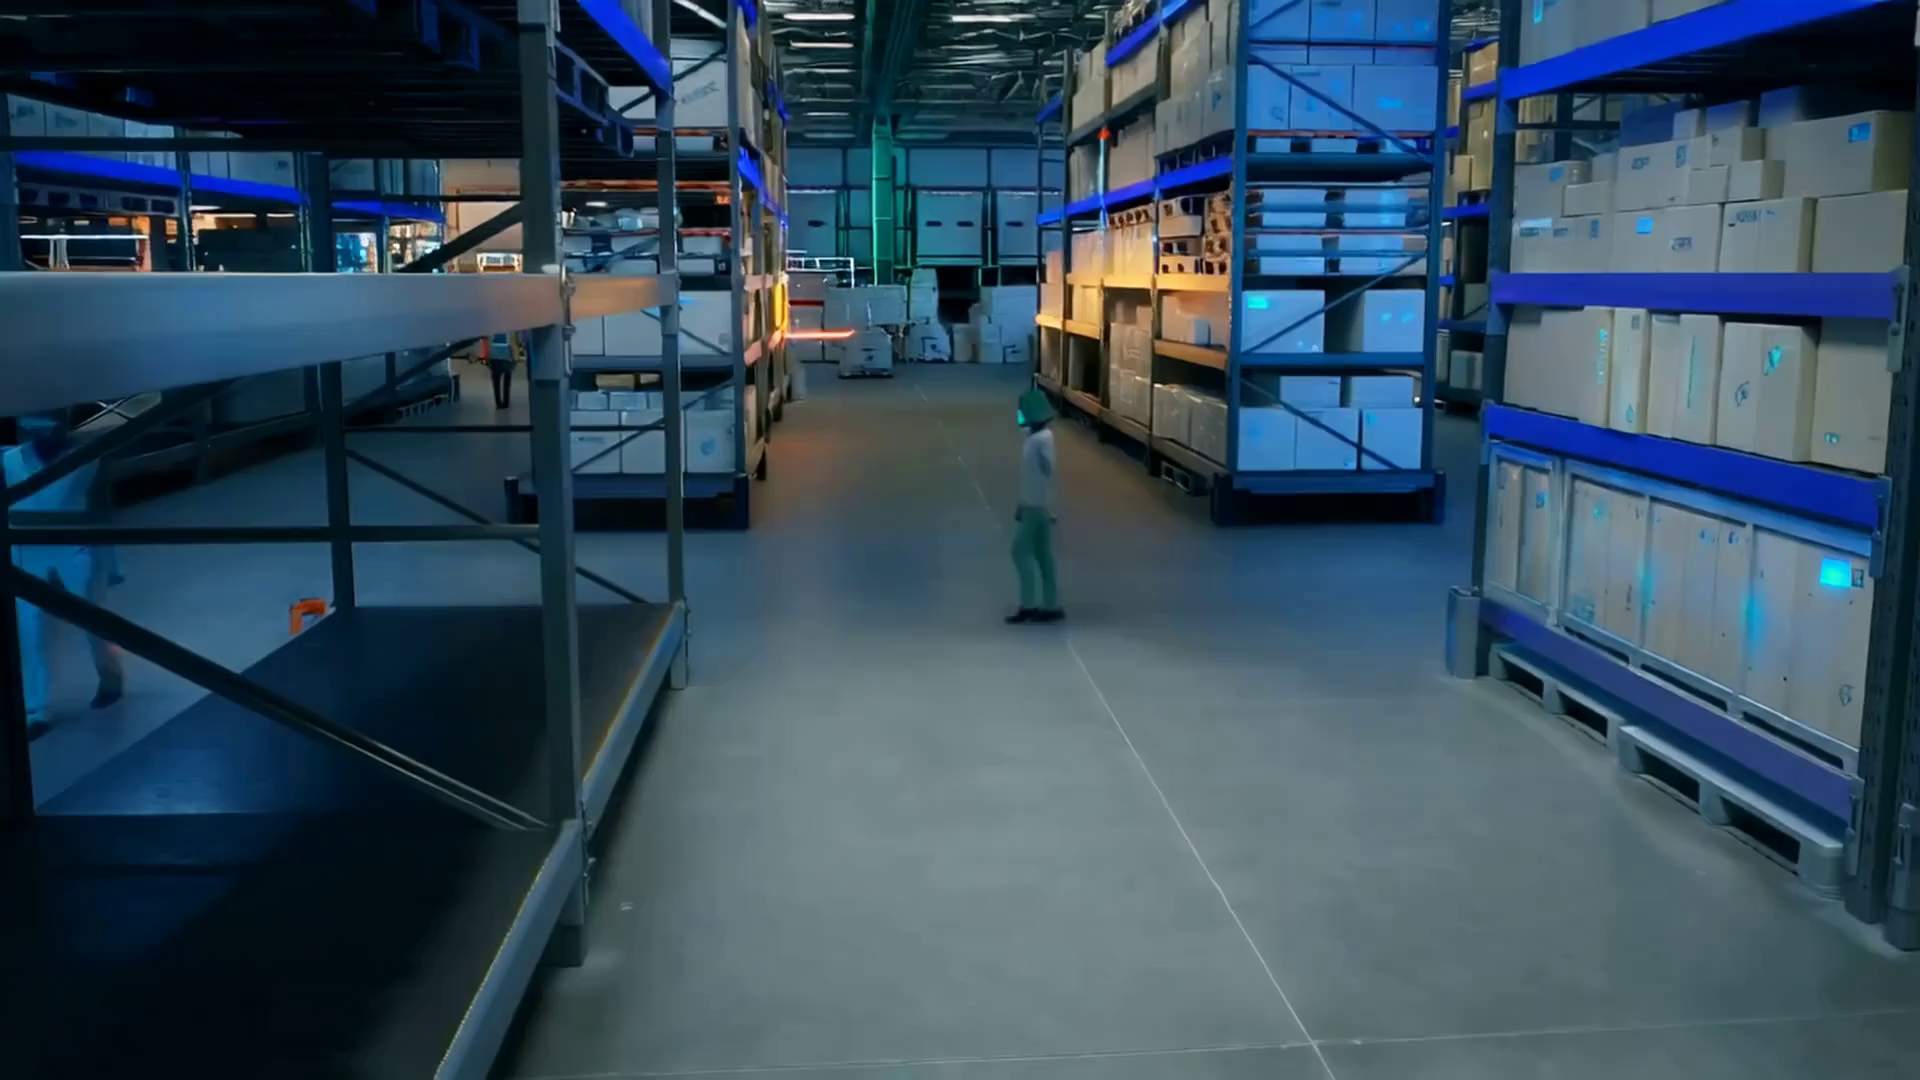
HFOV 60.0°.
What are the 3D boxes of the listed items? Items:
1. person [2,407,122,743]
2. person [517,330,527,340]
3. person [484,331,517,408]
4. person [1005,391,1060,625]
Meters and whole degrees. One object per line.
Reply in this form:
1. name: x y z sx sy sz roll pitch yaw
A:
1. person: -4.806 0.104 8.914 0.572 1.793 0.973 -1 9 -6
2. person: -16.297 -8.448 61.963 0.609 1.991 0.384 -5 10 -28
3. person: -8.244 -3.301 29.859 0.551 1.920 0.571 -2 9 -13
4. person: 0.462 -0.212 11.402 0.548 1.614 0.534 -2 9 -10
